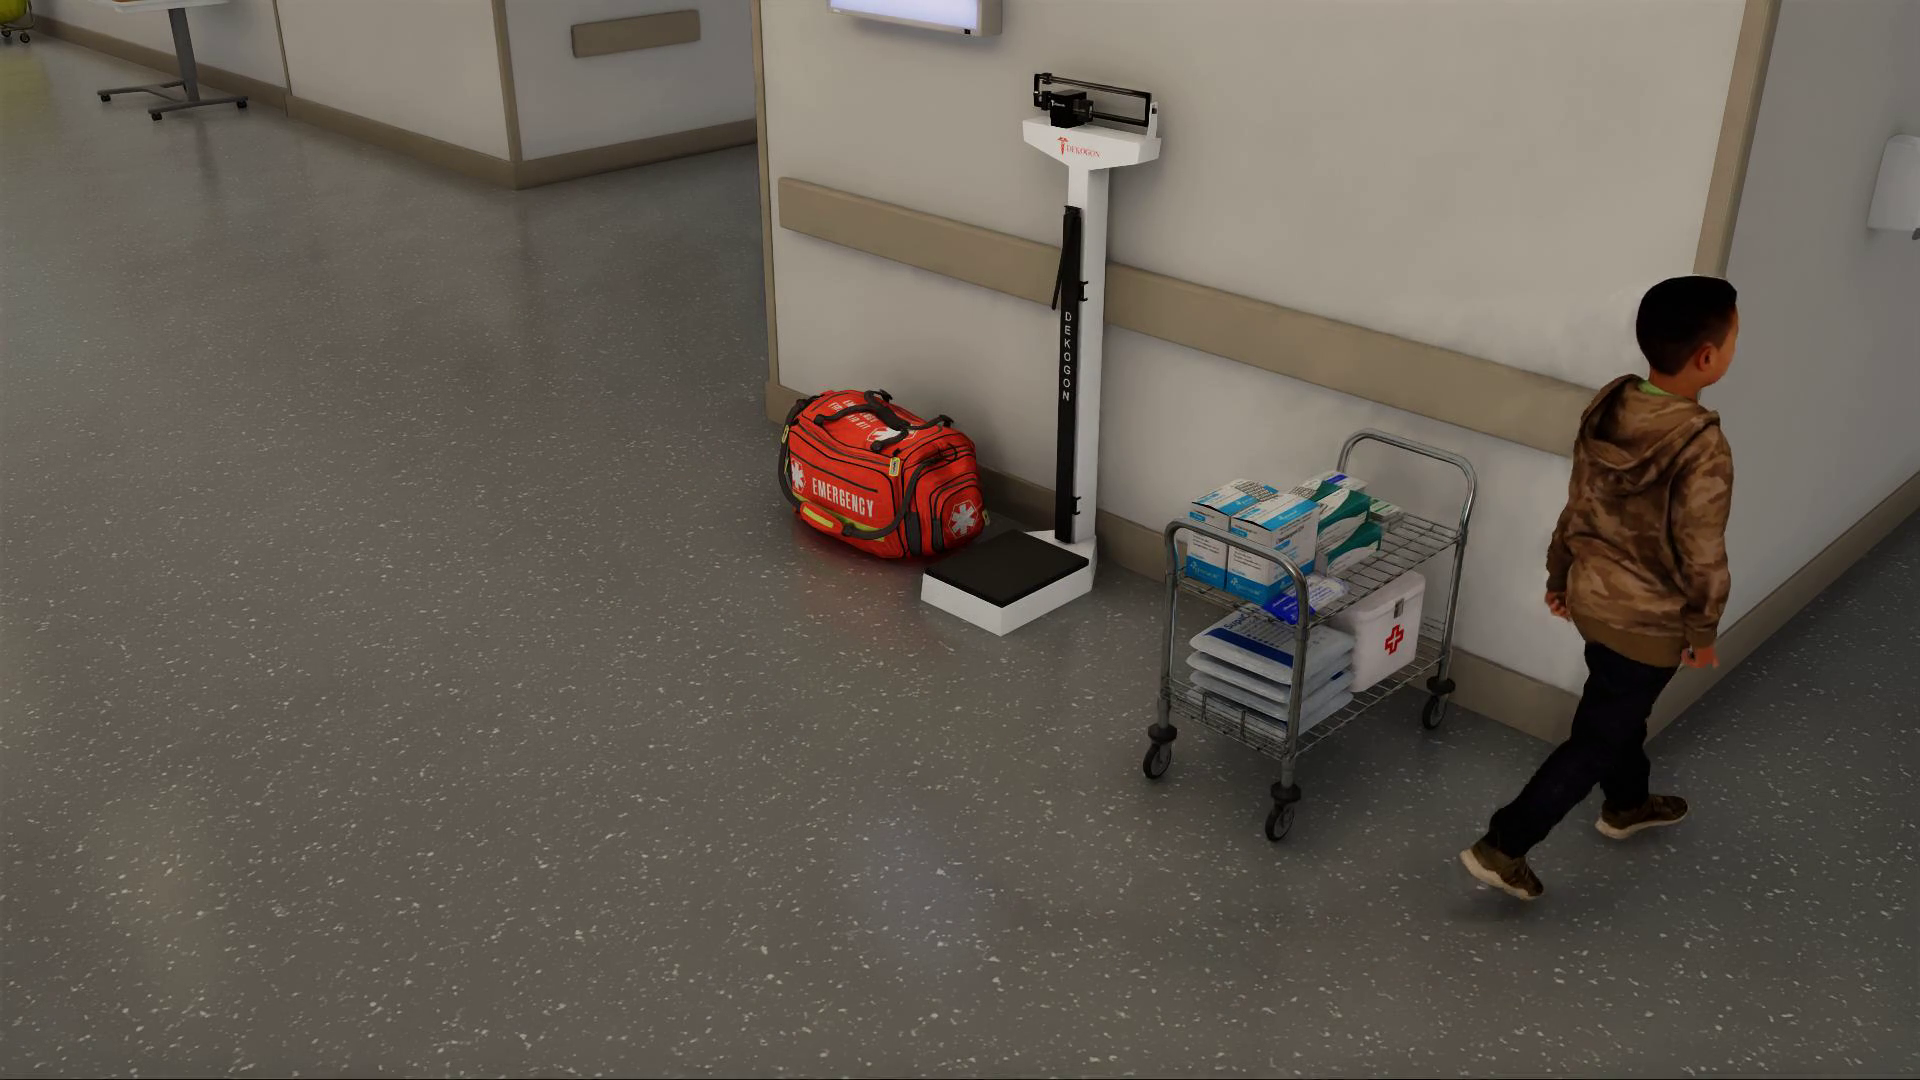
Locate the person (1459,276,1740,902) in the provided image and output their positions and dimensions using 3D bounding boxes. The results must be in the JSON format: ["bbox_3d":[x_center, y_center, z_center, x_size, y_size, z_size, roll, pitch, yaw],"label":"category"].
[{"bbox_3d":[1.417,0.149,3.657,0.910,1.435,0.998,-9,27,-17],"label":"person"}]
